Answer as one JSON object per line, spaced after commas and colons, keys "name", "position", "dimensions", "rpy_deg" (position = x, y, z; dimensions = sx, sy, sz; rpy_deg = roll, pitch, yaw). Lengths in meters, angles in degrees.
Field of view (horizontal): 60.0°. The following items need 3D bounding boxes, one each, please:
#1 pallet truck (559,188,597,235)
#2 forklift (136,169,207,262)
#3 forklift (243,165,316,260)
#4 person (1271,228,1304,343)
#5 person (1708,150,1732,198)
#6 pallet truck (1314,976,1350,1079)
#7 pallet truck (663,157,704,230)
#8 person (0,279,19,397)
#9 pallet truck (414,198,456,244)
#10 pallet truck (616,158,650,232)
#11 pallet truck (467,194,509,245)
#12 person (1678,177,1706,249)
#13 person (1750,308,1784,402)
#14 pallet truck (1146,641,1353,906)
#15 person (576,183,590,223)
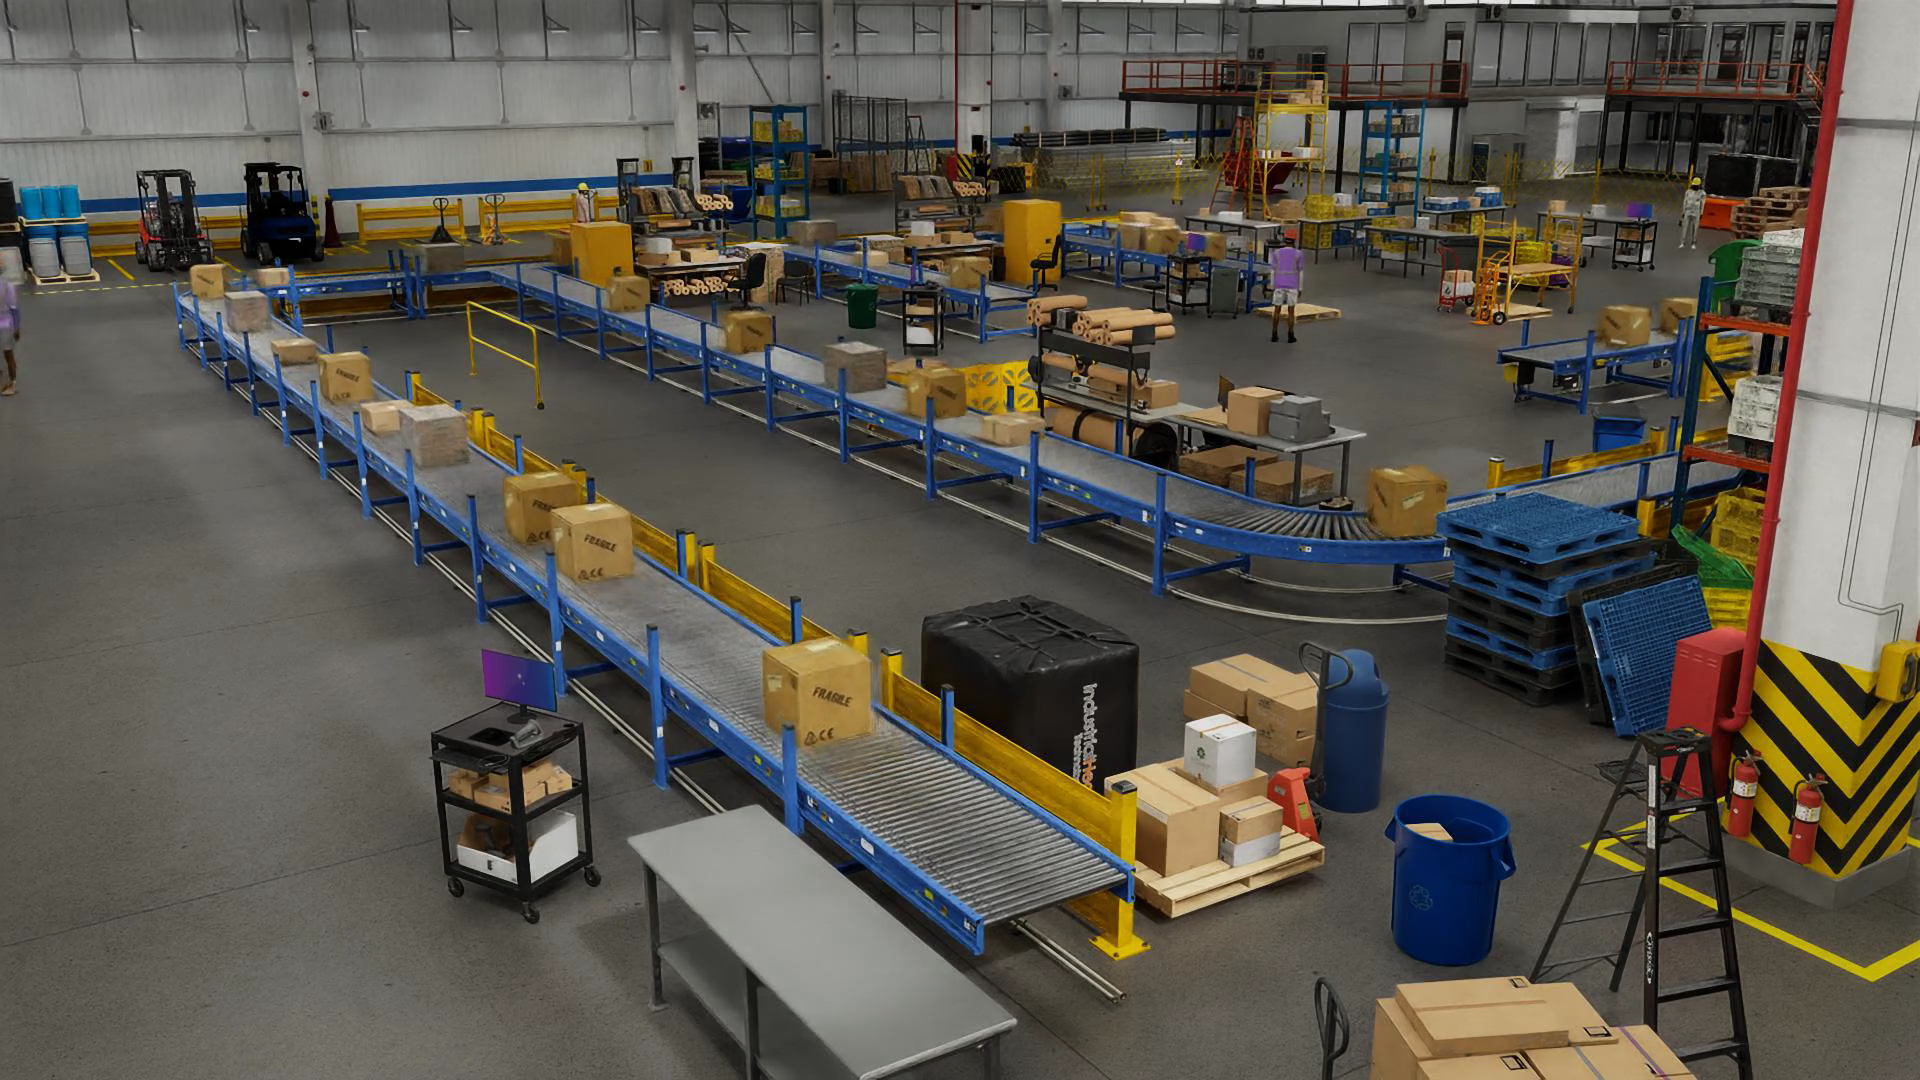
{"name": "pallet truck", "position": [-10.010, -8.652, 43.699], "dimensions": [0.653, 1.274, 1.630], "rpy_deg": [-10, 20, -31]}
{"name": "forklift", "position": [-17.842, -7.318, 37.559], "dimensions": [1.157, 1.987, 2.680], "rpy_deg": [-10, 20, -31]}
{"name": "forklift", "position": [-15.898, -7.669, 38.708], "dimensions": [1.157, 1.987, 2.680], "rpy_deg": [-11, 20, -33]}
{"name": "person", "position": [5.542, -4.319, 28.219], "dimensions": [0.547, 1.928, 0.407], "rpy_deg": [6, 18, 18]}
{"name": "person", "position": [22.354, -10.542, 48.995], "dimensions": [0.574, 1.885, 0.355], "rpy_deg": [6, 18, 20]}
{"name": "pallet truck", "position": [2.299, 2.390, 7.086], "dimensions": [1.601, 1.201, 0.680], "rpy_deg": [-2, 17, -7]}
{"name": "pallet truck", "position": [-7.586, -9.308, 44.692], "dimensions": [0.823, 1.965, 1.885], "rpy_deg": [-11, 20, -33]}
{"name": "person", "position": [-13.782, -3.036, 23.762], "dimensions": [0.635, 2.029, 0.524], "rpy_deg": [-1, 17, -4]}
{"name": "pallet truck", "position": [-13.250, -8.060, 41.856], "dimensions": [0.680, 1.201, 1.601], "rpy_deg": [-10, 20, -31]}
{"name": "pallet truck", "position": [-8.918, -9.176, 44.255], "dimensions": [0.823, 1.965, 1.885], "rpy_deg": [-9, 19, -27]}
{"name": "pallet truck", "position": [-11.983, -8.177, 42.137], "dimensions": [0.704, 1.261, 1.522], "rpy_deg": [-11, 20, -33]}
{"name": "person", "position": [18.039, -8.050, 40.941], "dimensions": [0.485, 1.745, 0.289], "rpy_deg": [11, 20, 32]}
{"name": "person", "position": [11.147, -2.699, 22.868], "dimensions": [0.431, 1.894, 0.670], "rpy_deg": [-6, 18, -20]}
{"name": "pallet truck", "position": [1.664, 1.407, 10.232], "dimensions": [1.630, 1.274, 0.653], "rpy_deg": [-10, 20, -31]}
{"name": "person", "position": [-8.801, -7.472, 38.979], "dimensions": [0.310, 1.768, 0.533], "rpy_deg": [-11, 20, -33]}
